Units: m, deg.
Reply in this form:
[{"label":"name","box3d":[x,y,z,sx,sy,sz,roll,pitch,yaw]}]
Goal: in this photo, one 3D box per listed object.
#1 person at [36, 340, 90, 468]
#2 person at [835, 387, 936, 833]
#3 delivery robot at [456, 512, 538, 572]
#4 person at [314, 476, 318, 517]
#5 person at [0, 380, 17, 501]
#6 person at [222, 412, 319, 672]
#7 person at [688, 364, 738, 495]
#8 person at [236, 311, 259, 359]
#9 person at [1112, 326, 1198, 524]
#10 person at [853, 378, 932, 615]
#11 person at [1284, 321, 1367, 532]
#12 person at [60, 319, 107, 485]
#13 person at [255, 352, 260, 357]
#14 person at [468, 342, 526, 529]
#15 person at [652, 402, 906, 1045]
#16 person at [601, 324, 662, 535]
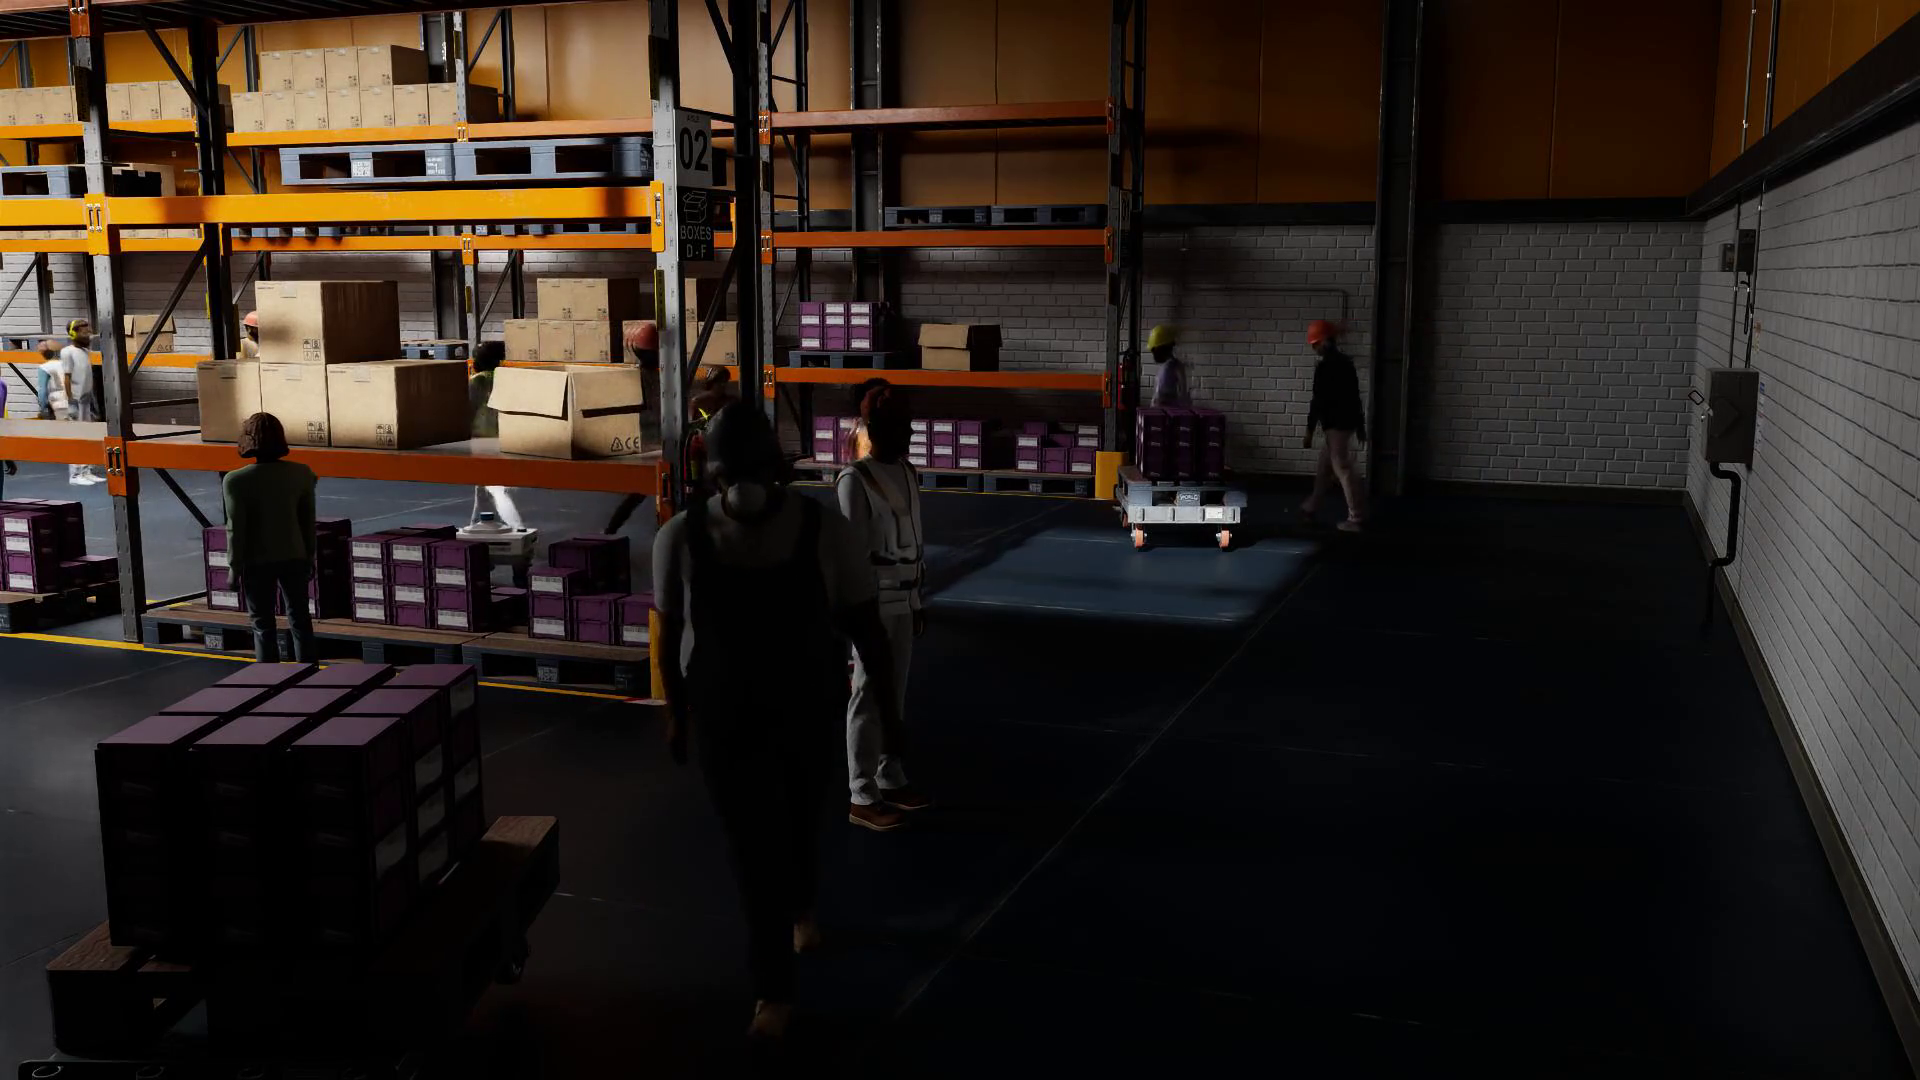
[{"label":"person","box3d":[-10.487,-1.542,19.484,0.484,1.597,0.540,3,10,20]},{"label":"person","box3d":[-0.315,0.289,7.138,0.355,1.883,0.574,4,10,23]},{"label":"delivery robot","box3d":[-3.576,0.031,12.618,0.707,0.478,0.477,0,9,1]},{"label":"person","box3d":[-5.960,-1.009,15.091,0.647,1.941,0.617,-4,10,-25]},{"label":"person","box3d":[-7.815,-0.666,13.246,0.390,1.846,0.564,3,10,20]},{"label":"person","box3d":[-3.672,0.134,8.893,0.286,1.633,0.499,8,12,40]},{"label":"person","box3d":[-2.013,-0.674,14.035,0.788,1.600,0.588,8,12,40]},{"label":"person","box3d":[-8.371,-1.754,19.821,0.366,1.931,0.542,1,9,7]},{"label":"person","box3d":[1.859,-1.076,15.754,0.925,1.873,0.581,2,9,11]},{"label":"person","box3d":[-0.641,-0.307,11.582,0.841,1.662,0.533,1,9,6]},{"label":"person","box3d":[3.386,-1.051,15.392,0.964,1.927,0.684,7,11,36]},{"label":"person","box3d":[-9.905,-1.550,18.740,0.308,1.866,0.531,0,9,-2]},{"label":"person","box3d":[-4.890,-0.518,12.018,0.552,1.942,0.342,6,11,33]},{"label":"person","box3d":[-3.979,-0.781,14.115,0.944,1.805,0.618,4,10,22]},{"label":"person","box3d":[-0.595,0.484,5.419,0.785,2.000,1.044,-1,9,-8]},{"label":"person","box3d":[-2.563,-0.742,13.339,1.008,1.984,0.633,3,10,18]}]
